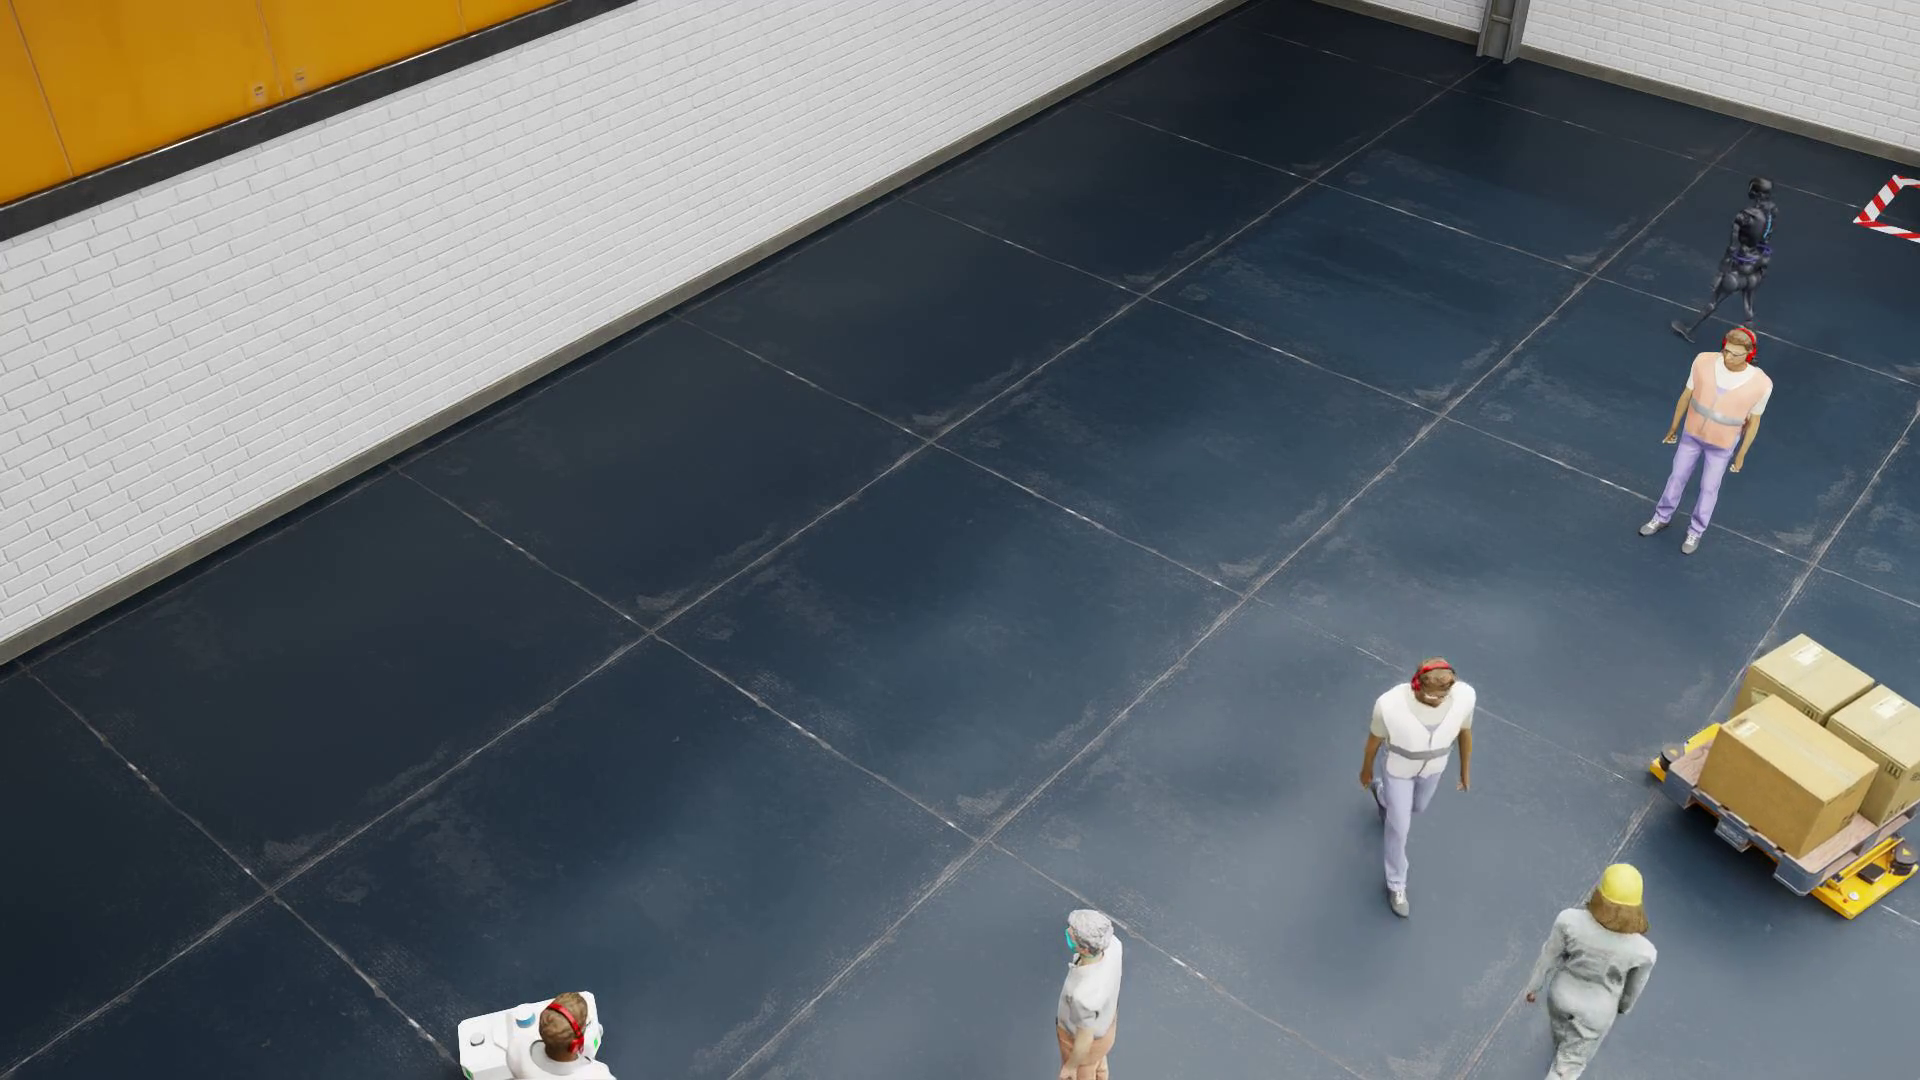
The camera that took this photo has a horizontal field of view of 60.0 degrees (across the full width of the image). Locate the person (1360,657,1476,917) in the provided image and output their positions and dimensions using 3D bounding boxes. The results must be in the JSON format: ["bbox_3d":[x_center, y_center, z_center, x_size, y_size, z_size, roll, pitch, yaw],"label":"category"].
[{"bbox_3d":[2.570,1.249,9.514,0.625,1.807,0.835,-6,39,-8],"label":"person"}]

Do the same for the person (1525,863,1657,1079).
[{"bbox_3d":[3.124,2.275,8.350,0.493,1.649,0.891,25,45,28],"label":"person"}]

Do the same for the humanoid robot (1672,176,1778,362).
[{"bbox_3d":[6.622,-2.317,14.071,0.592,1.625,0.783,-21,43,-24],"label":"humanoid robot"}]

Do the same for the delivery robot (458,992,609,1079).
[{"bbox_3d":[-2.269,2.673,8.756,0.815,0.614,0.499,-10,40,-13],"label":"delivery robot"}]

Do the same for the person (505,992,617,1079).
[{"bbox_3d":[-1.744,2.739,7.643,0.568,1.832,0.403,15,41,18],"label":"person"}]

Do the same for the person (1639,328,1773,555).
[{"bbox_3d":[5.388,-0.736,11.943,0.568,1.842,0.372,31,48,32],"label":"person"}]

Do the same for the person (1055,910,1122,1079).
[{"bbox_3d":[0.603,2.396,8.133,0.311,1.746,0.490,12,41,15],"label":"person"}]

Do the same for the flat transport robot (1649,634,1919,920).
[{"bbox_3d":[5.049,1.668,10.216,0.659,0.231,1.431,-22,44,-25],"label":"flat transport robot"}]
